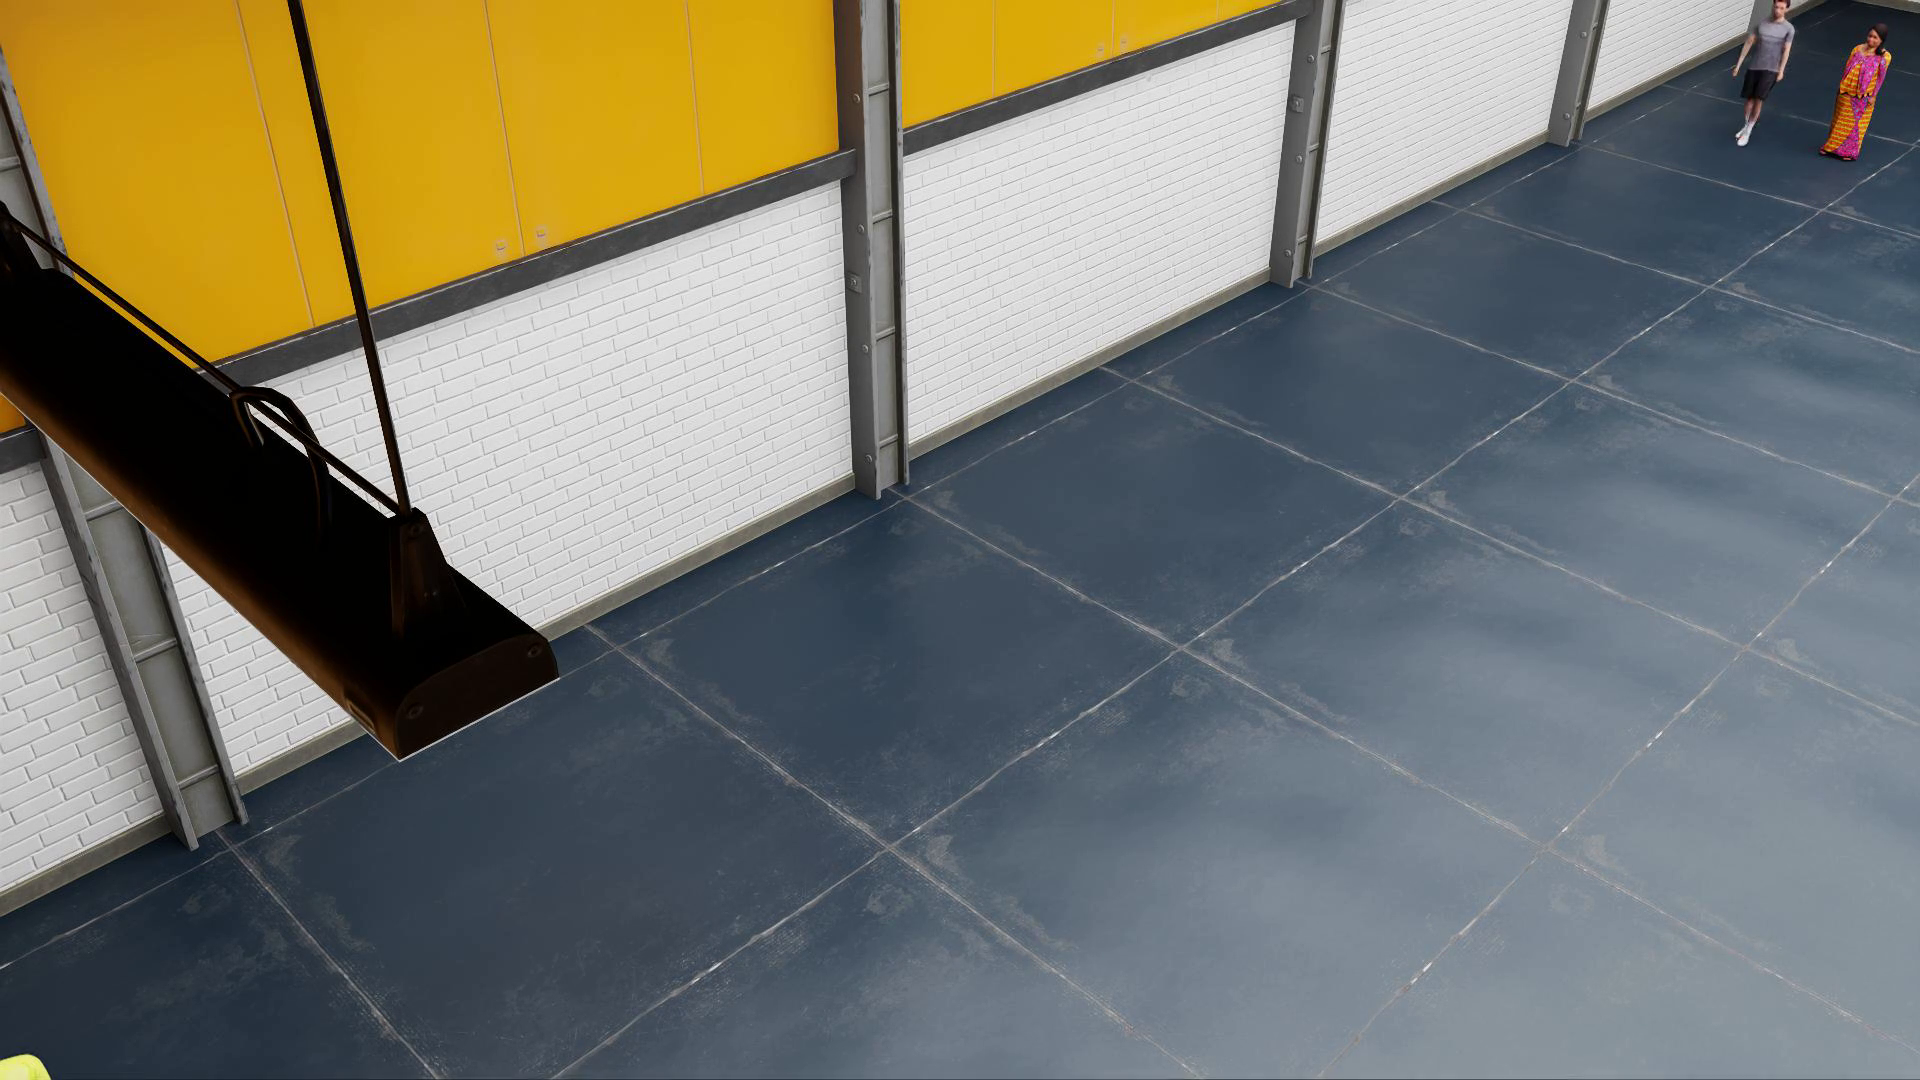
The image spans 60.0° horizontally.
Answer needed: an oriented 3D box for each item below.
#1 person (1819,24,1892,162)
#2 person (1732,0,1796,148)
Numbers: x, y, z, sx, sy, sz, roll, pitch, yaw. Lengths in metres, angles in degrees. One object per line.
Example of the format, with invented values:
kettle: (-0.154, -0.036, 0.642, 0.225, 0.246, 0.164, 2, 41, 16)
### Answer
person: (11.113, -5.558, 20.557, 0.645, 1.687, 0.641, -27, 42, -34)
person: (10.205, -5.968, 21.024, 0.809, 1.853, 0.719, -24, 40, -31)
